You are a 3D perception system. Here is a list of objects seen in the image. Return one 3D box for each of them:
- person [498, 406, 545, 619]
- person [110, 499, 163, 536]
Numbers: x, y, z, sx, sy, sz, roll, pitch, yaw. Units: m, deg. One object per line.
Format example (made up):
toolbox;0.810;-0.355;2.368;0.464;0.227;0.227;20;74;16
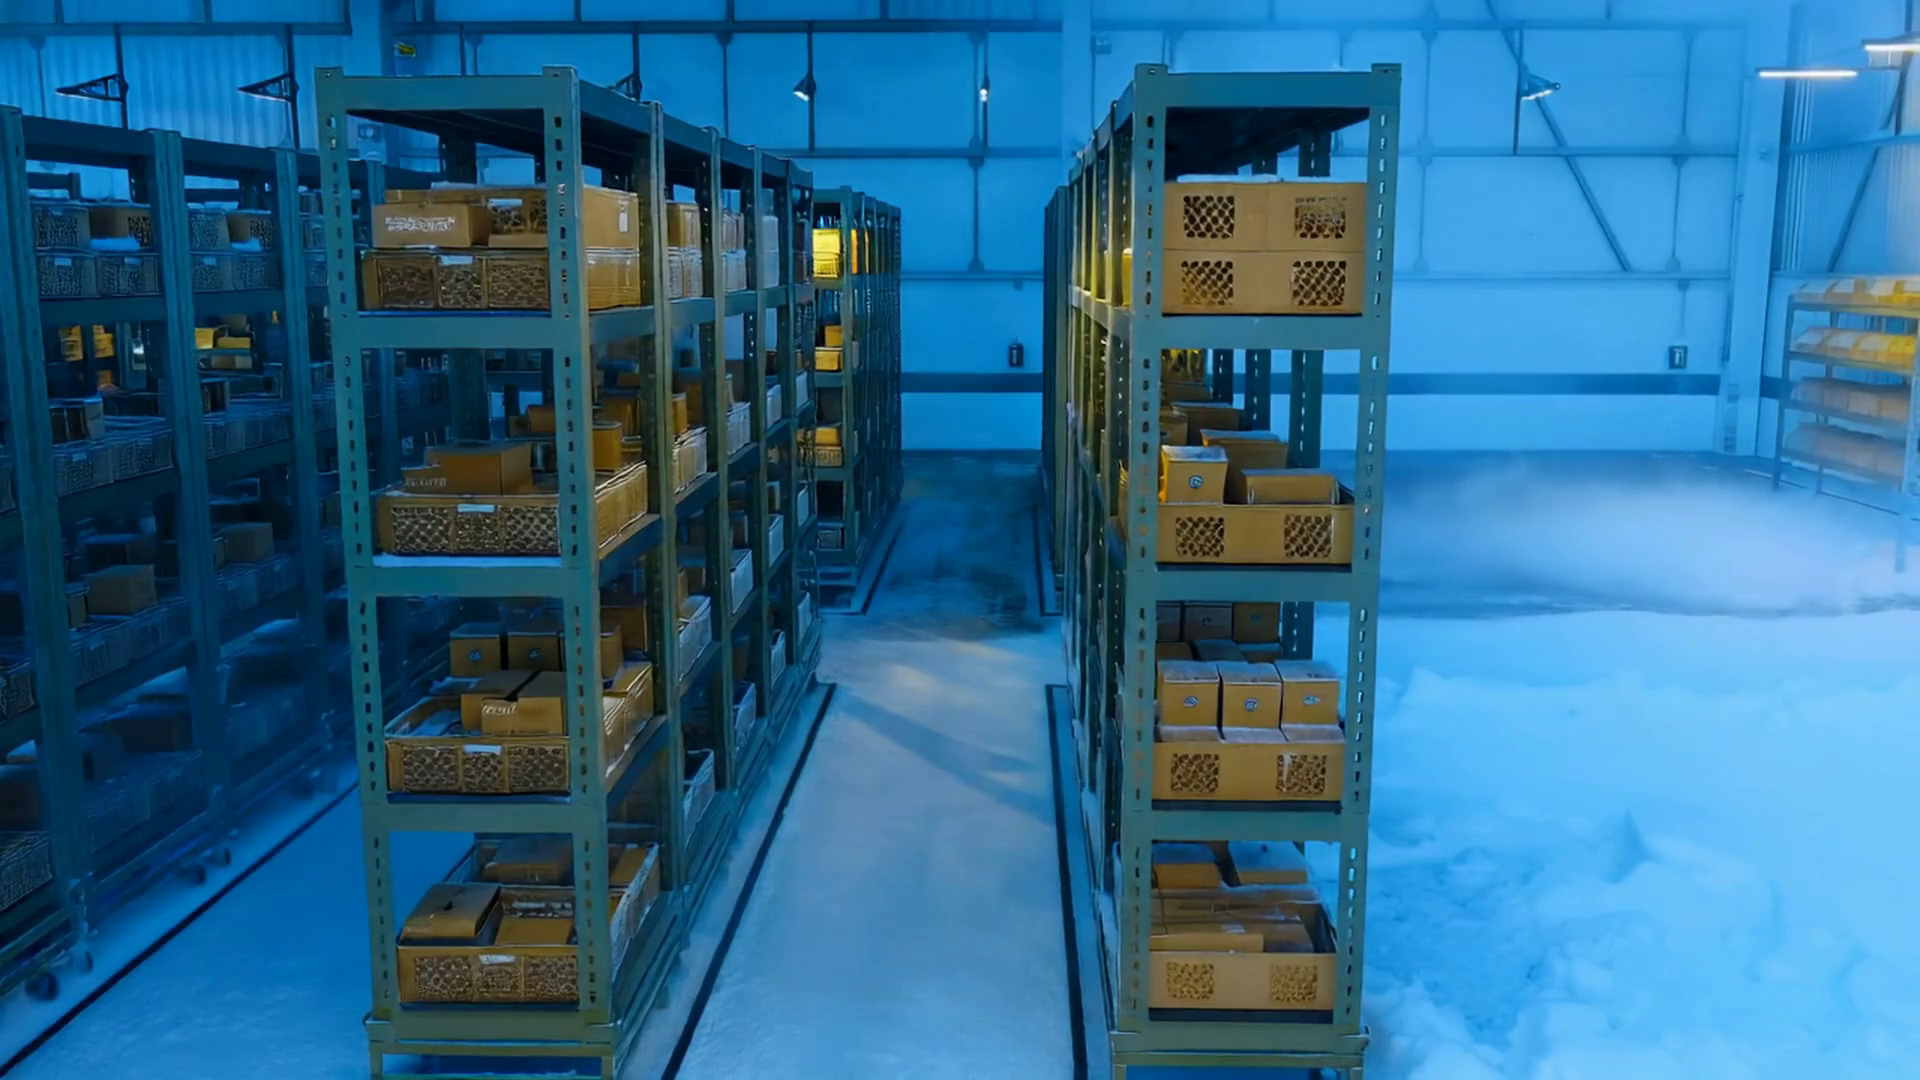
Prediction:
person;-3.474;-0.199;13.696;0.801;1.823;0.571;0;10;1
person;-6.566;-0.219;13.499;1.012;1.939;0.644;5;11;26
